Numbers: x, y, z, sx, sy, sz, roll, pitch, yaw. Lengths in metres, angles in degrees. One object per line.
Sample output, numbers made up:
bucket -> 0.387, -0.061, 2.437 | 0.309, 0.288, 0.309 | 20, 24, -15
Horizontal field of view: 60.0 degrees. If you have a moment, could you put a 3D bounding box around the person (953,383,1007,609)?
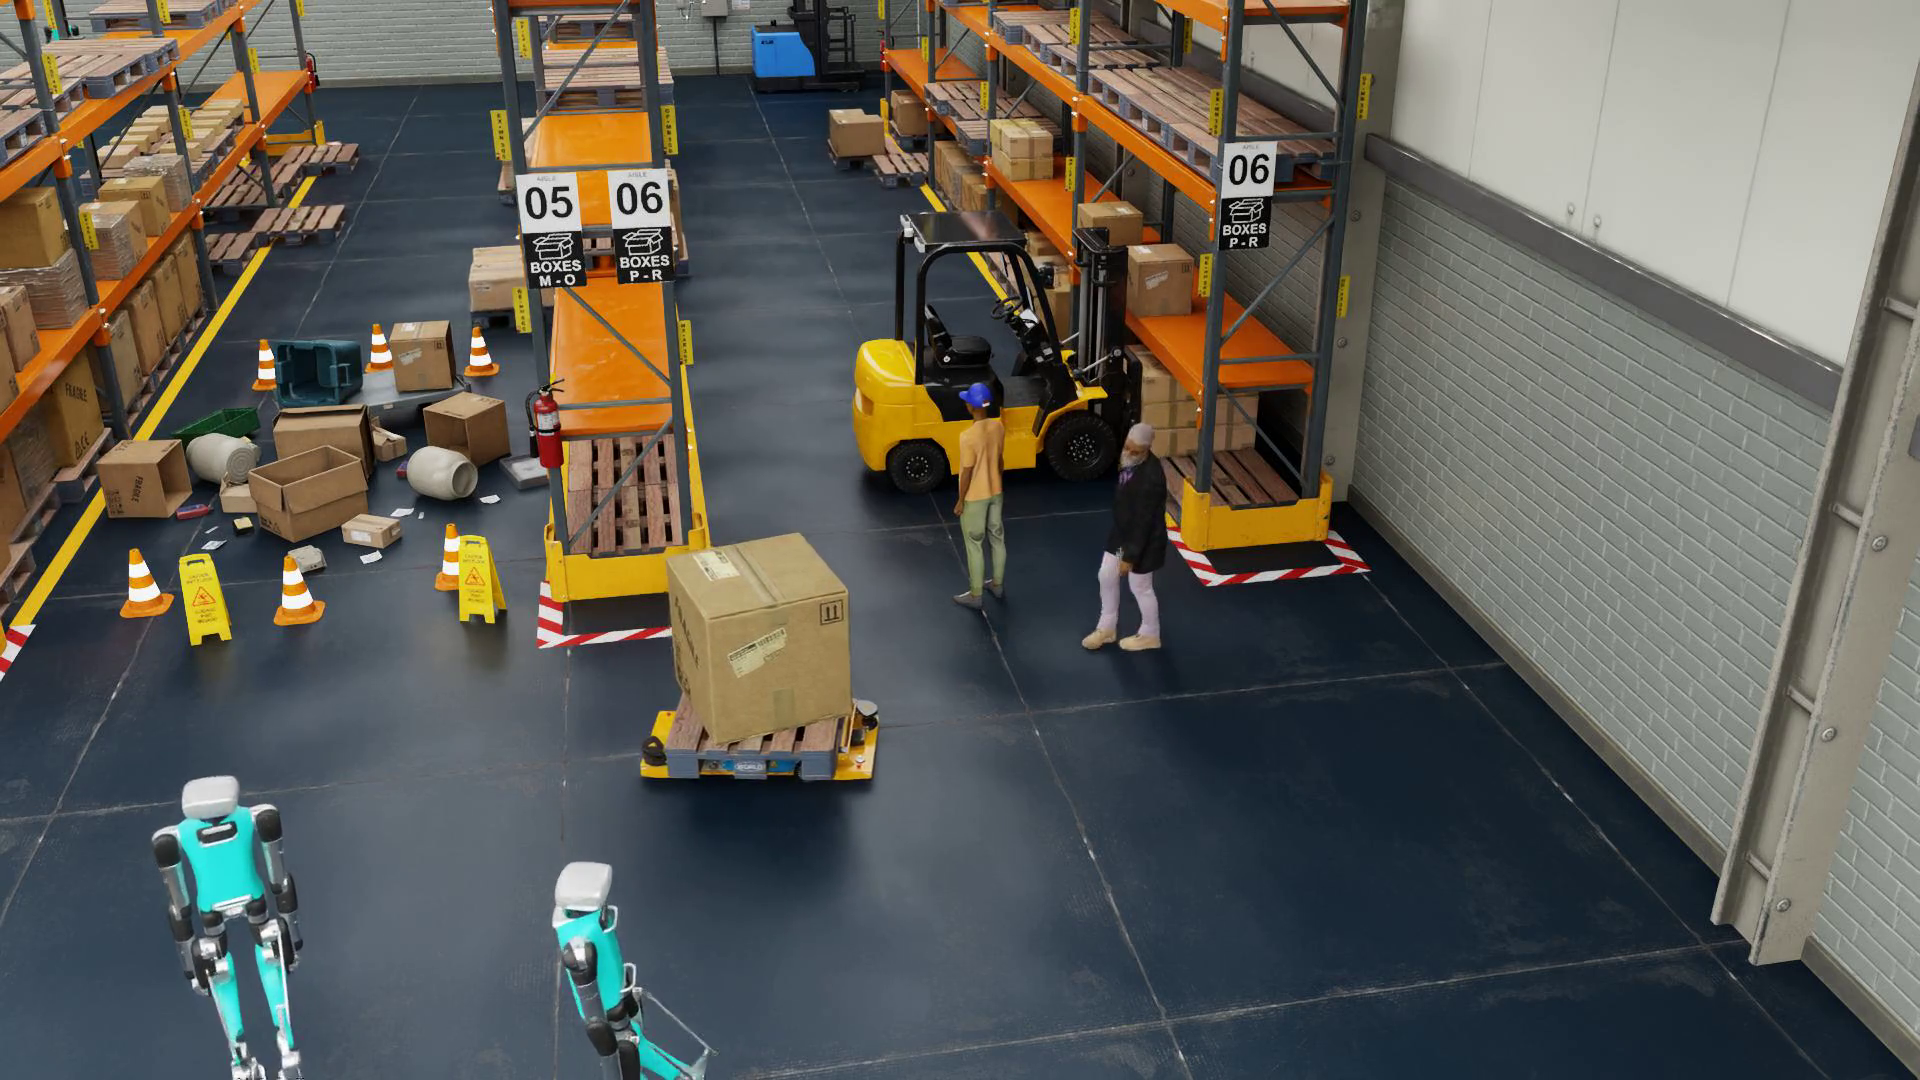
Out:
person -> 0.124, -0.334, 12.149 | 0.367, 1.717, 0.457 | 23, 34, 39

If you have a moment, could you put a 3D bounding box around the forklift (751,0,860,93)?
forklift -> -2.872, -9.679, 30.288 | 1.873, 2.768, 1.129 | -5, 26, -10

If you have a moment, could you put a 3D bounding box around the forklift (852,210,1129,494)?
forklift -> 0.216, -1.659, 14.366 | 2.313, 2.155, 1.214 | -5, 26, -10

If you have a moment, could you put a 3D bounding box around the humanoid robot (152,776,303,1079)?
humanoid robot -> -3.129, 1.987, 7.347 | 0.539, 1.775, 0.962 | -13, 28, -25

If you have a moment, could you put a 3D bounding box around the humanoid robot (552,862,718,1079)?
humanoid robot -> -1.297, 2.112, 7.022 | 0.681, 1.771, 0.530 | -3, 26, -7

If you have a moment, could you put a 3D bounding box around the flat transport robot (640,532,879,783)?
flat transport robot -> -1.249, 1.257, 10.511 | 1.431, 0.231, 0.659 | 1, 26, 1

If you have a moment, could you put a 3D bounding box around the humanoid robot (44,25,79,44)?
humanoid robot -> -15.109, -7.995, 28.071 | 0.550, 1.740, 0.894 | -19, 32, -35

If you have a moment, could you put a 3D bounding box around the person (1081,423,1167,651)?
person -> 1.158, 0.000, 11.344 | 0.648, 1.810, 0.607 | -9, 27, -19
